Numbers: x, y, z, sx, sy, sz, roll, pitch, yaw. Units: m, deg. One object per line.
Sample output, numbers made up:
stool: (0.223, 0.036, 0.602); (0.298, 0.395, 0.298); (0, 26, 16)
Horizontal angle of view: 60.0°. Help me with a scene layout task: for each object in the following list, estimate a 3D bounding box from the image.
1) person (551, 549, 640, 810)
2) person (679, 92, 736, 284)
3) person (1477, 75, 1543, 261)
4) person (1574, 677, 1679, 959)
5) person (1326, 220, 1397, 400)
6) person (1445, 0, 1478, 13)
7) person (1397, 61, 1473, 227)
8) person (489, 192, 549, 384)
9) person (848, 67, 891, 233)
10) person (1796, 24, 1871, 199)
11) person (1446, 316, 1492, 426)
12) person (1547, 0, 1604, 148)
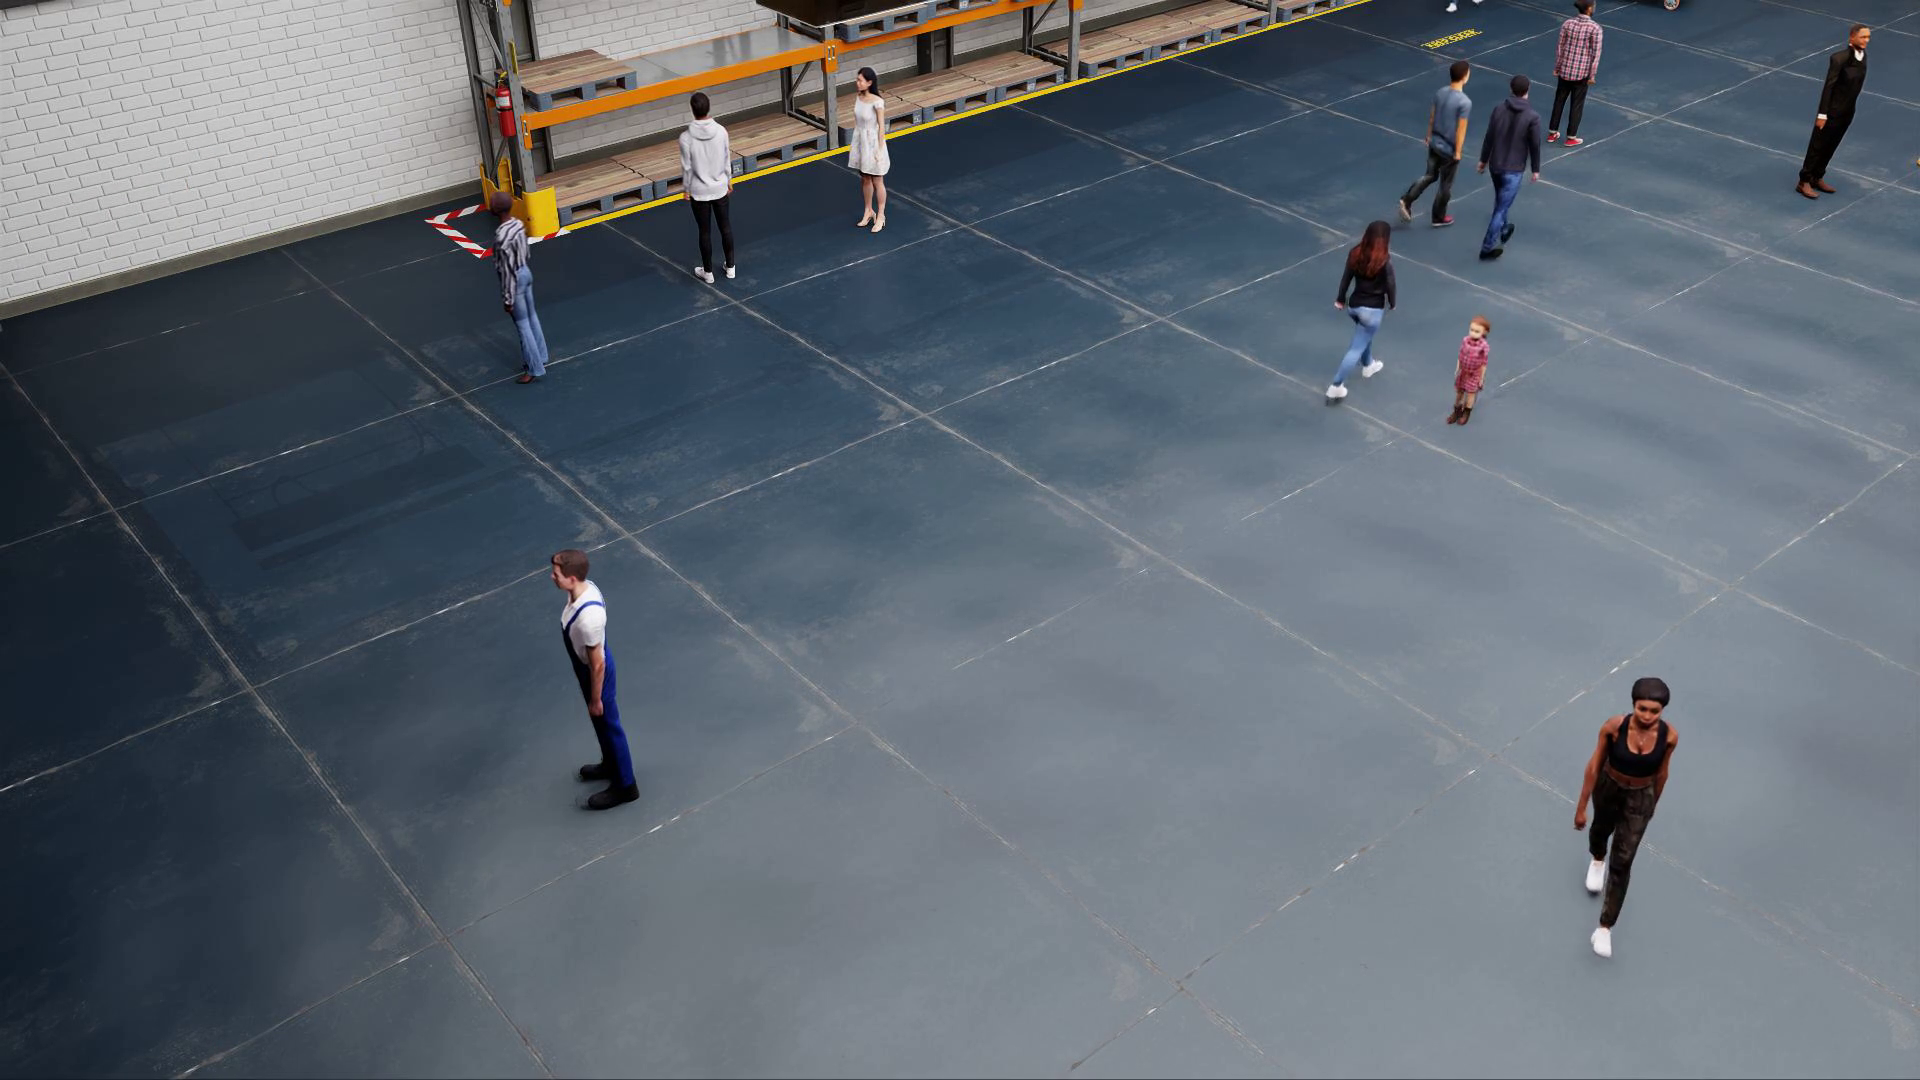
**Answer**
person: (-2.222, 0.828, 10.138); (0.701, 1.849, 0.711); (-10, 35, -14)
person: (-2.501, -3.518, 16.602); (0.616, 1.931, 0.787); (-16, 37, -23)
person: (5.554, -3.780, 17.077); (1.057, 1.841, 0.783); (-27, 42, -34)
person: (3.742, 1.416, 9.431); (0.967, 1.652, 1.198); (11, 35, 16)
person: (3.515, -1.978, 14.592); (1.083, 1.590, 0.656); (-24, 40, -31)
person: (7.565, -8.718, 24.632); (0.973, 1.702, 0.642); (-28, 42, -35)
person: (5.095, -4.191, 17.736); (0.985, 1.795, 0.794); (-14, 36, -20)
person: (-3.946, -2.253, 14.823); (0.759, 1.794, 0.698); (2, 34, 4)
person: (-0.964, -4.151, 17.697); (0.628, 1.773, 0.645); (-27, 42, -34)
person: (9.775, -4.806, 18.564); (0.609, 1.905, 0.781); (-18, 37, -25)
person: (4.443, -1.482, 14.365); (0.464, 1.016, 0.495); (25, 41, 33)
person: (7.367, -5.618, 19.915); (0.704, 1.760, 0.611); (28, 43, 35)
